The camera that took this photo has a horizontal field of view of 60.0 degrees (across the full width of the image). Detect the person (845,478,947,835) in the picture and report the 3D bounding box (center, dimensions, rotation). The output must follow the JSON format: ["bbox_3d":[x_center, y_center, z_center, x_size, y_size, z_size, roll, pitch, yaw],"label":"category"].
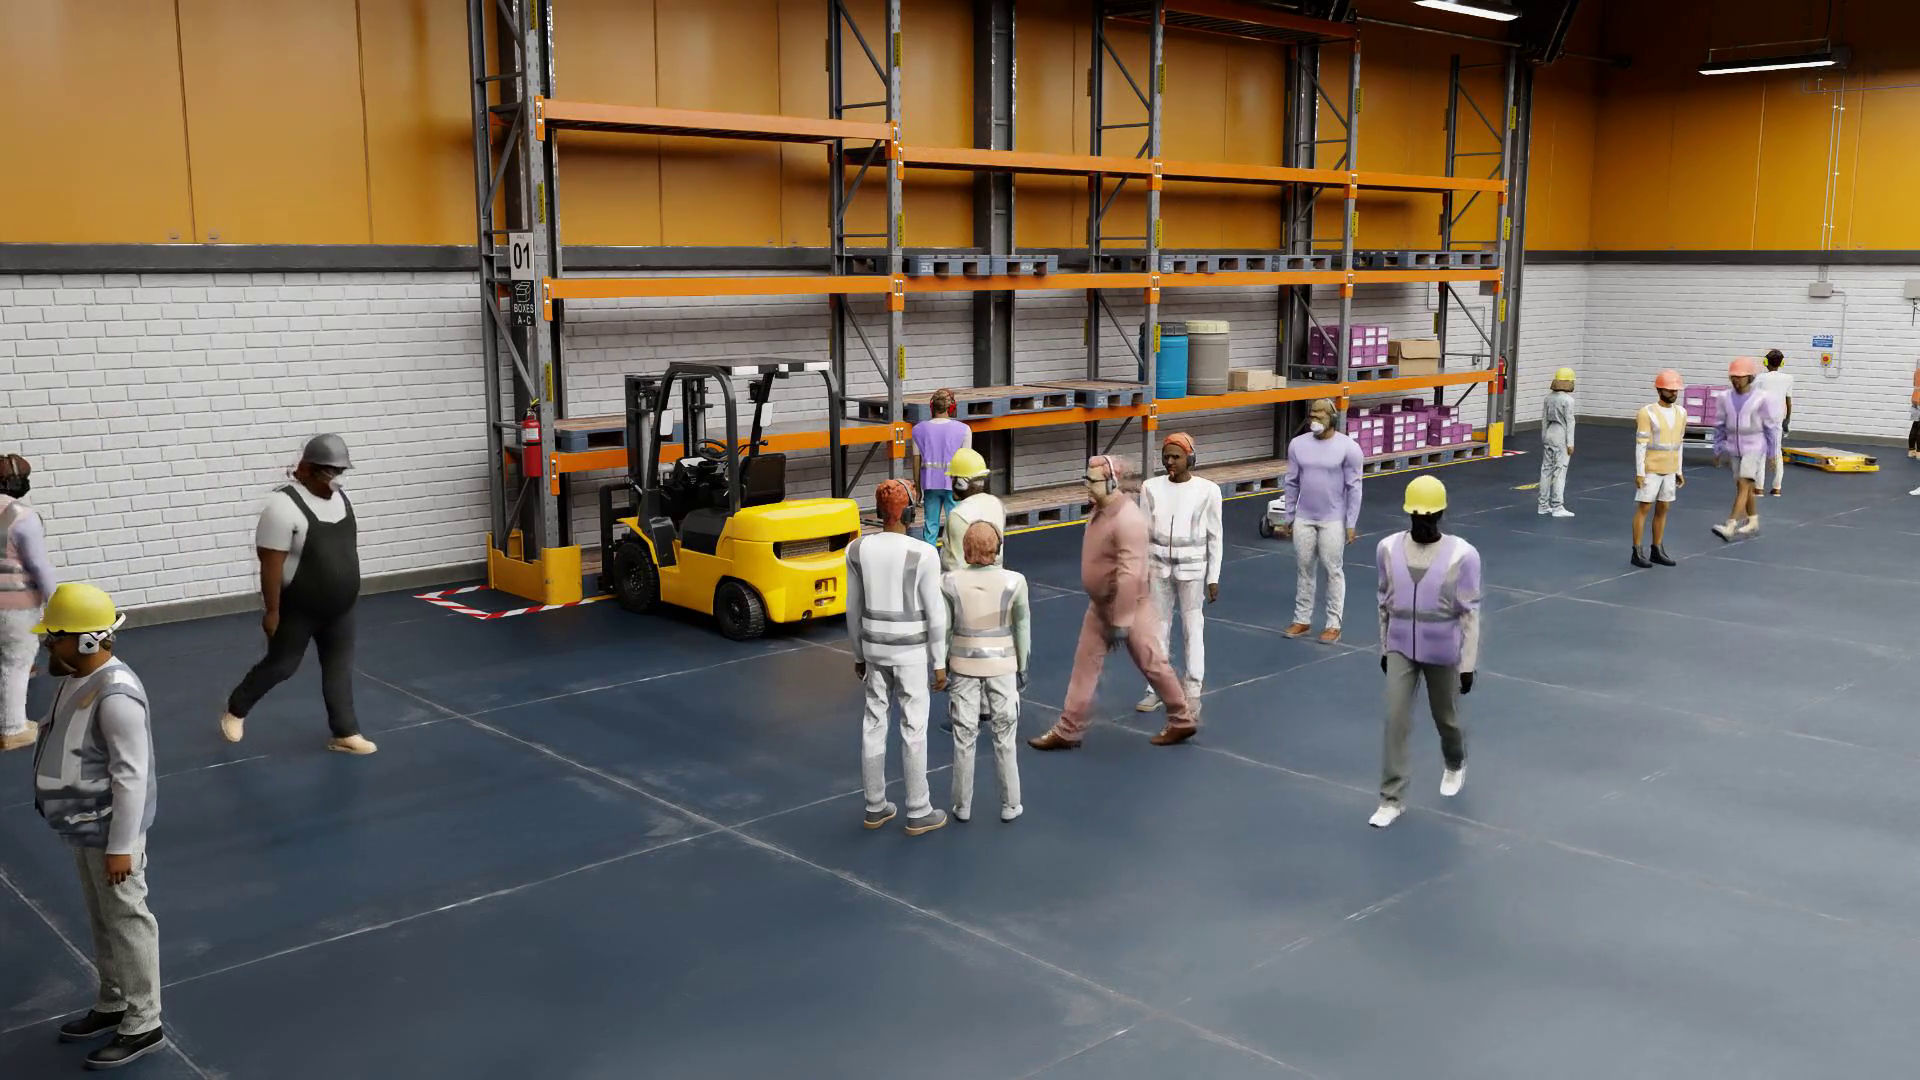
[{"bbox_3d":[-0.325,0.613,8.755,0.576,1.882,0.355,5,11,27],"label":"person"}]

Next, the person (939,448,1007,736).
[{"bbox_3d":[0.065,0.326,10.577,0.404,1.828,0.602,6,11,29],"label":"person"}]

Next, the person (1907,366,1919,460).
[{"bbox_3d":[14.391,-2.037,24.814,0.318,1.697,0.535,1,10,7],"label":"person"}]

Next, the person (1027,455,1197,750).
[{"bbox_3d":[0.984,0.391,10.184,1.063,1.847,0.655,-3,10,-18],"label":"person"}]

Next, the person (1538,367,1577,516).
[{"bbox_3d":[7.024,-1.149,19.482,0.325,1.740,0.492,-3,10,-19],"label":"person"}]

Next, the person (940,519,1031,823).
[{"bbox_3d":[0.121,0.708,8.903,0.514,1.642,0.314,1,10,5],"label":"person"}]

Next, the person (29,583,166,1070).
[{"bbox_3d":[-3.249,1.061,6.271,0.403,1.834,0.589,-9,13,-41],"label":"person"}]

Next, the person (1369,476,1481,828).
[{"bbox_3d":[2.563,0.561,9.088,0.595,1.884,0.971,6,12,33],"label":"person"}]

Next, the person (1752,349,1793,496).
[{"bbox_3d":[10.248,-1.480,21.061,0.535,1.863,0.309,0,10,1],"label":"person"}]

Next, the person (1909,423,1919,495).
[{"bbox_3d":[12.368,-1.482,20.937,0.398,1.912,0.590,-4,11,-23],"label":"person"}]

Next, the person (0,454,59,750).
[{"bbox_3d":[-5.828,0.377,10.297,0.659,1.825,0.519,5,11,25],"label":"person"}]

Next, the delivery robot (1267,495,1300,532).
[{"bbox_3d":[3.616,-0.343,17.960,0.477,0.478,0.707,7,12,37],"label":"delivery robot"}]

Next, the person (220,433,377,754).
[{"bbox_3d":[-4.057,0.298,10.133,0.906,2.000,0.705,4,10,22],"label":"person"}]

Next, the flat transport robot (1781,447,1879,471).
[{"bbox_3d":[12.463,-1.169,23.900,0.652,0.197,1.431,-1,10,-5],"label":"flat transport robot"}]

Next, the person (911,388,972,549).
[{"bbox_3d":[-0.157,-0.444,15.048,0.566,1.846,0.389,2,10,12],"label":"person"}]

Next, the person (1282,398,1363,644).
[{"bbox_3d":[2.838,-0.156,13.096,0.635,1.936,0.354,8,12,38],"label":"person"}]

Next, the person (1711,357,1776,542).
[{"bbox_3d":[8.380,-0.979,17.845,1.113,1.964,0.619,-7,12,-34],"label":"person"}]

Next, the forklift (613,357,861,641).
[{"bbox_3d":[-1.847,-0.414,13.852,1.214,2.155,2.313,-9,13,-42],"label":"forklift"}]

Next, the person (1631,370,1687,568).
[{"bbox_3d":[6.854,-0.696,16.251,0.547,1.938,0.377,-3,10,-17],"label":"person"}]

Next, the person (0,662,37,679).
[{"bbox_3d":[-6.935,0.135,11.510,0.660,1.889,0.999,6,11,31],"label":"person"}]

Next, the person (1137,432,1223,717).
[{"bbox_3d":[1.435,0.227,11.007,0.587,1.882,0.341,5,11,26],"label":"person"}]
